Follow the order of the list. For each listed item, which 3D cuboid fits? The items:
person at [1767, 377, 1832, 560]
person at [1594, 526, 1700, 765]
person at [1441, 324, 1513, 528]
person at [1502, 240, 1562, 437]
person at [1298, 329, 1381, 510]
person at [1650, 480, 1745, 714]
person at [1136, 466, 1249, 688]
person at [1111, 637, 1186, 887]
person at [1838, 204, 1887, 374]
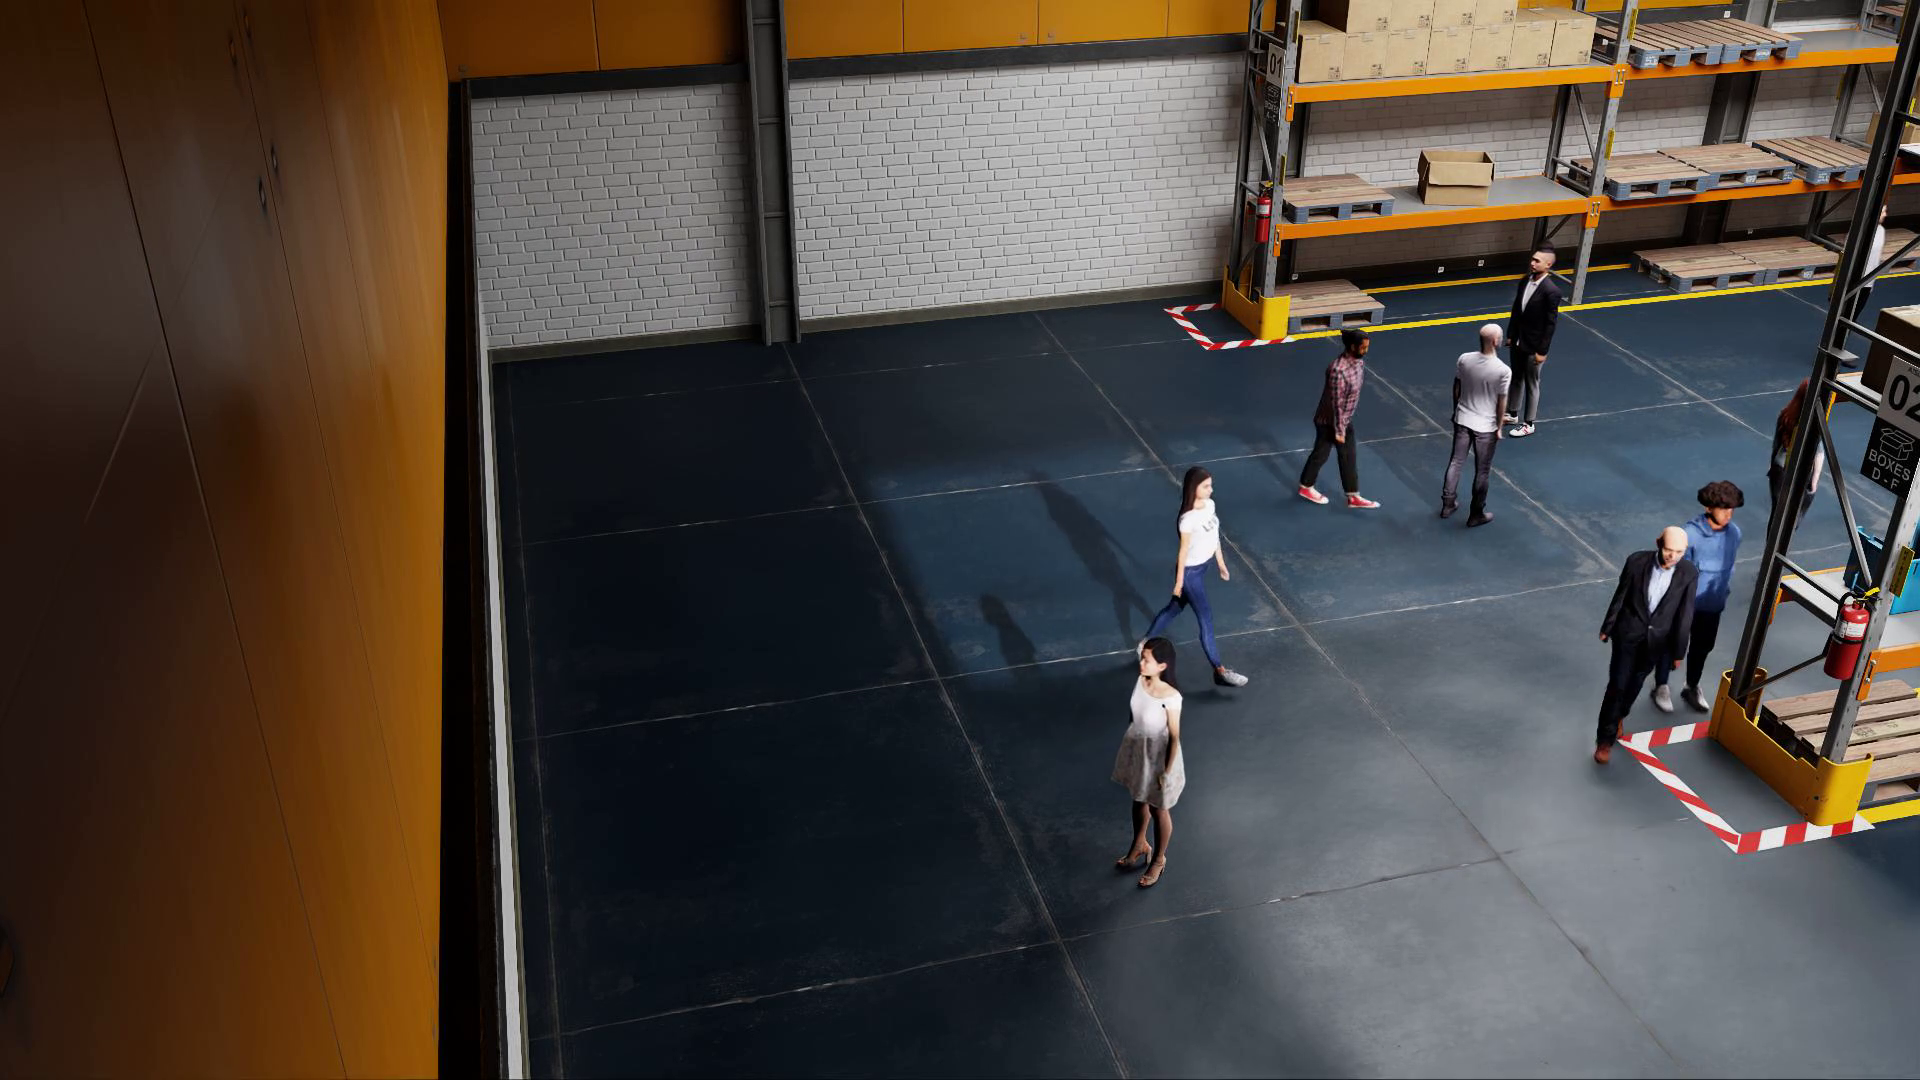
[{"bbox_3d":[6.839,-0.495,13.711,0.705,1.733,0.747,24,37,37],"label":"person"},{"bbox_3d":[4.769,0.628,11.614,1.061,1.769,1.062,10,30,17],"label":"person"},{"bbox_3d":[4.515,-1.016,14.561,0.754,1.833,0.747,-24,37,-37],"label":"person"},{"bbox_3d":[5.558,-1.965,16.180,0.611,1.949,0.734,-11,30,-19],"label":"person"},{"bbox_3d":[3.274,-1.097,14.820,1.104,1.727,1.091,20,34,32],"label":"person"},{"bbox_3d":[5.300,0.383,12.030,0.578,1.801,0.773,-4,29,-6],"label":"person"},{"bbox_3d":[1.644,0.250,12.350,1.183,1.729,1.073,13,31,23],"label":"person"},{"bbox_3d":[1.182,1.361,10.266,0.704,1.774,0.703,-14,32,-24],"label":"person"},{"bbox_3d":[9.497,-2.718,17.651,0.592,1.863,0.782,-16,32,-27],"label":"person"}]
